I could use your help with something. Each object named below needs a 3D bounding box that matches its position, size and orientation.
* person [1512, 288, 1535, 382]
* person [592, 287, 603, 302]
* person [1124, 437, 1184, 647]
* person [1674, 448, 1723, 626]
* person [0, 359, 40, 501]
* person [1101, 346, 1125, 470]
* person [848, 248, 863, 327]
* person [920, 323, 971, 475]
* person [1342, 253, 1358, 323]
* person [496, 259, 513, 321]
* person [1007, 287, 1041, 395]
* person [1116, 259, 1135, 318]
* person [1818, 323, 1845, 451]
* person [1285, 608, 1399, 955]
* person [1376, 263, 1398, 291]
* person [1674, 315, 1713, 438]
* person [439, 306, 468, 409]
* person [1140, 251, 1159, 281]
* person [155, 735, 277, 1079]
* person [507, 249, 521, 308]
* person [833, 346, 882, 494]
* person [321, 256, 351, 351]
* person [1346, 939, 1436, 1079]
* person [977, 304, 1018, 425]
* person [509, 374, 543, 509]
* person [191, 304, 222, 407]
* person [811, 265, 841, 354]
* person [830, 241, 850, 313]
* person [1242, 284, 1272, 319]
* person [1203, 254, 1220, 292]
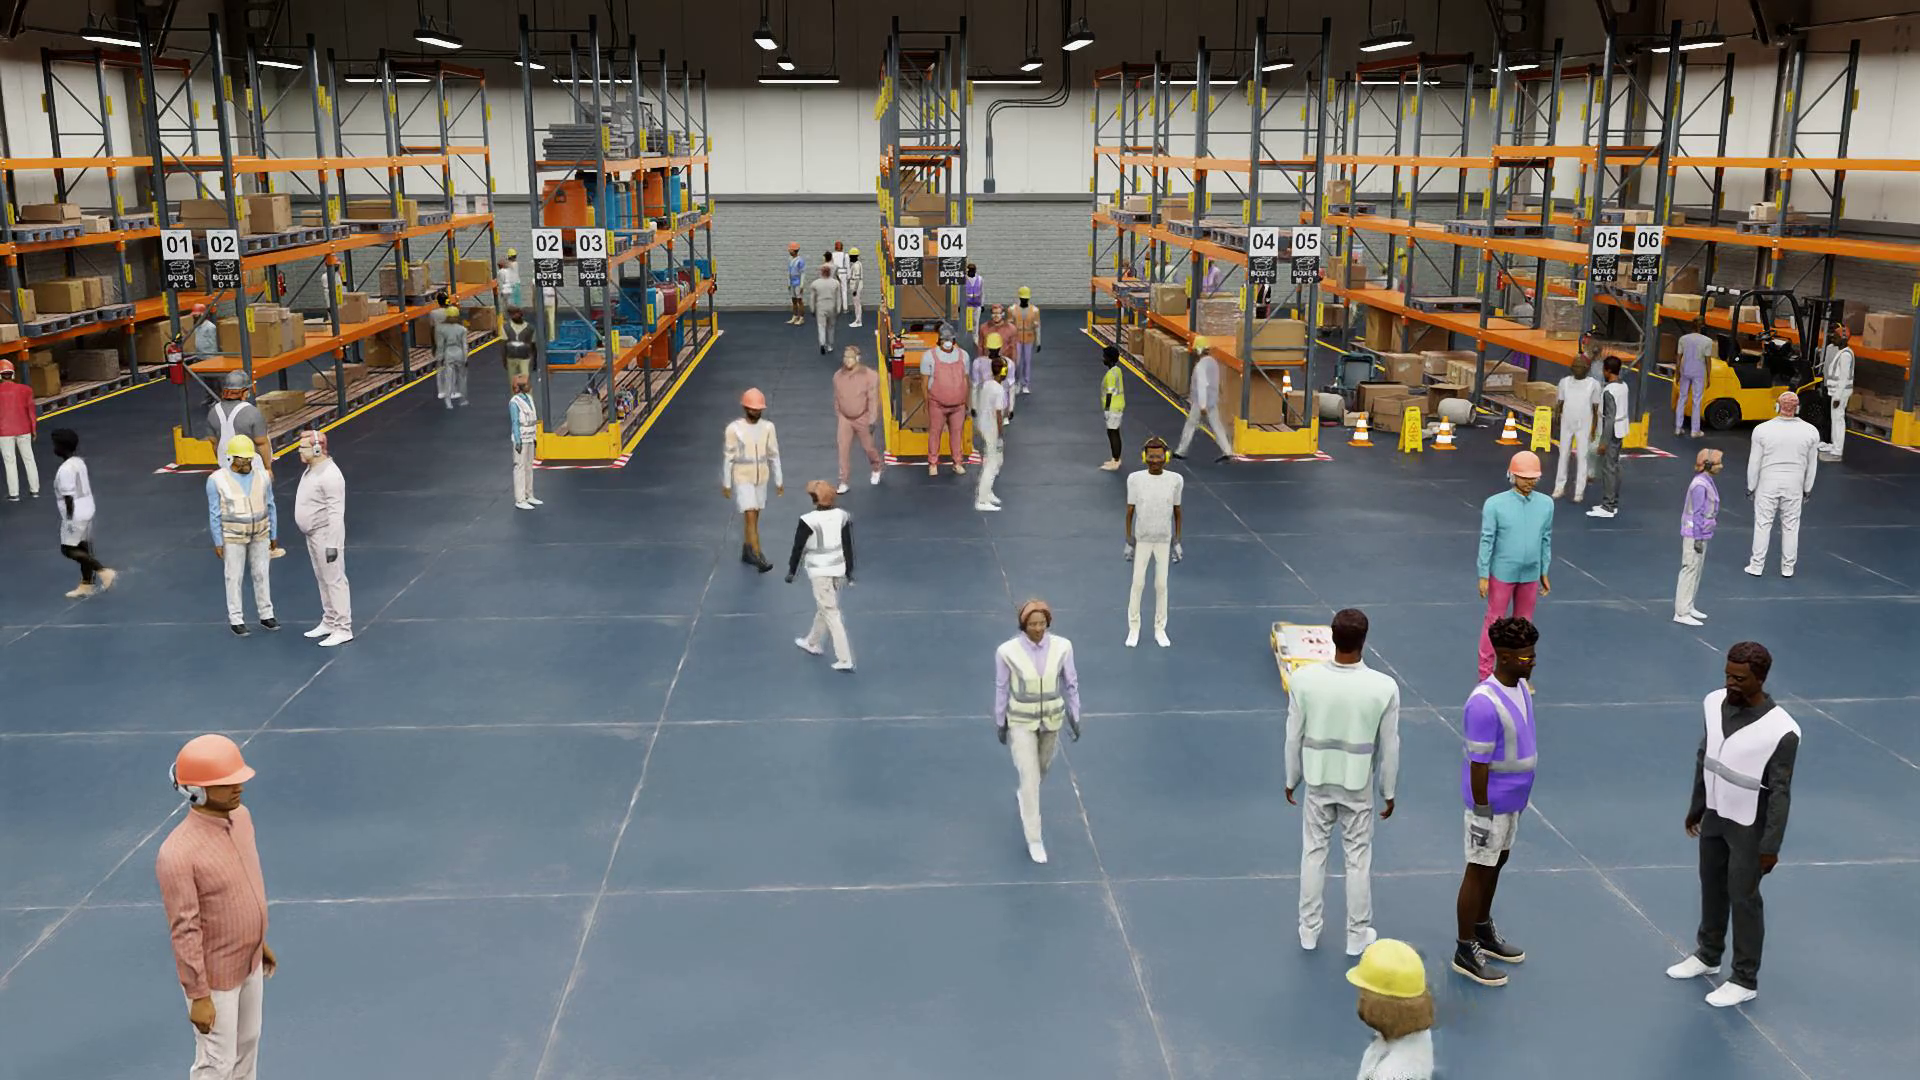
[{"bbox_3d":[10.591,-3.822,31.095,0.354,1.744,0.564,-10,16,-36],"label":"person"},{"bbox_3d":[-8.171,-5.307,37.622,0.277,1.632,0.502,-8,15,-31],"label":"person"},{"bbox_3d":[1.698,0.018,14.556,0.514,1.872,0.332,0,13,2],"label":"person"},{"bbox_3d":[6.795,-0.037,15.310,0.314,1.632,0.521,8,15,30],"label":"person"},{"bbox_3d":[-11.790,-1.372,20.693,0.337,1.749,0.574,10,17,36],"label":"person"},{"bbox_3d":[2.074,-1.793,22.623,0.318,1.693,0.534,4,14,16],"label":"person"},{"bbox_3d":[-2.556,-6.168,40.641,0.362,1.928,0.587,-1,13,-5],"label":"person"},{"bbox_3d":[-0.165,-1.878,22.224,0.689,2.000,0.538,-4,14,-16],"label":"person"},{"bbox_3d":[9.764,-6.271,41.473,0.586,1.734,0.383,-12,18,-42],"label":"person"},{"bbox_3d":[-11.292,-6.104,41.017,0.584,1.621,0.532,4,14,16],"label":"person"},{"bbox_3d":[1.138,-3.524,29.474,0.605,1.904,0.645,-1,13,-2],"label":"person"},{"bbox_3d":[4.077,-6.118,41.069,0.513,1.633,0.316,-4,14,-17],"label":"person"},{"bbox_3d":[12.595,-2.206,24.012,0.329,1.861,0.504,-2,13,-7],"label":"person"},{"bbox_3d":[2.052,1.309,8.987,0.597,1.916,0.370,5,14,20],"label":"person"},{"bbox_3d":[9.811,-5.516,38.336,0.550,1.714,0.851,7,15,29],"label":"person"},{"bbox_3d":[11.092,-2.472,25.160,0.514,1.844,0.328,13,18,43],"label":"person"},{"bbox_3d":[-8.520,-3.076,27.996,0.493,1.711,0.810,0,13,-2],"label":"person"},{"bbox_3d":[5.006,-6.830,44.071,0.501,1.633,0.284,1,13,4],"label":"person"},{"bbox_3d":[-3.044,1.759,6.915,0.377,1.995,0.608,0,13,2],"label":"person"},{"bbox_3d":[-11.474,-6.596,42.800,0.310,1.769,0.523,-4,14,-18],"label":"person"},{"bbox_3d":[-1.307,-1.572,21.294,0.641,1.874,0.928,4,14,15],"label":"person"},{"bbox_3d":[-13.466,-5.105,35.887,0.377,2.045,0.608,2,14,10],"label":"person"},{"bbox_3d":[1.490,2.174,5.701,0.457,1.730,0.500,5,14,21],"label":"person"},{"bbox_3d":[0.579,-2.763,26.259,0.638,1.910,0.407,2,13,9],"label":"person"},{"bbox_3d":[-5.295,-1.201,20.217,0.306,1.639,0.524,2,13,8],"label":"person"},{"bbox_3d":[-12.751,-3.119,28.100,0.572,1.747,0.346,10,17,36],"label":"person"},{"bbox_3d":[-2.857,-4.917,35.459,0.651,1.879,0.892,-1,13,-3],"label":"person"},{"bbox_3d":[-3.193,-6.967,44.113,0.573,1.886,0.353,1,13,5],"label":"person"},{"bbox_3d":[5.859,-4.415,33.004,0.626,2.049,0.452,1,13,6],"label":"person"},{"bbox_3d":[5.586,-5.548,37.772,0.615,2.041,0.398,-1,13,-5],"label":"person"}]
